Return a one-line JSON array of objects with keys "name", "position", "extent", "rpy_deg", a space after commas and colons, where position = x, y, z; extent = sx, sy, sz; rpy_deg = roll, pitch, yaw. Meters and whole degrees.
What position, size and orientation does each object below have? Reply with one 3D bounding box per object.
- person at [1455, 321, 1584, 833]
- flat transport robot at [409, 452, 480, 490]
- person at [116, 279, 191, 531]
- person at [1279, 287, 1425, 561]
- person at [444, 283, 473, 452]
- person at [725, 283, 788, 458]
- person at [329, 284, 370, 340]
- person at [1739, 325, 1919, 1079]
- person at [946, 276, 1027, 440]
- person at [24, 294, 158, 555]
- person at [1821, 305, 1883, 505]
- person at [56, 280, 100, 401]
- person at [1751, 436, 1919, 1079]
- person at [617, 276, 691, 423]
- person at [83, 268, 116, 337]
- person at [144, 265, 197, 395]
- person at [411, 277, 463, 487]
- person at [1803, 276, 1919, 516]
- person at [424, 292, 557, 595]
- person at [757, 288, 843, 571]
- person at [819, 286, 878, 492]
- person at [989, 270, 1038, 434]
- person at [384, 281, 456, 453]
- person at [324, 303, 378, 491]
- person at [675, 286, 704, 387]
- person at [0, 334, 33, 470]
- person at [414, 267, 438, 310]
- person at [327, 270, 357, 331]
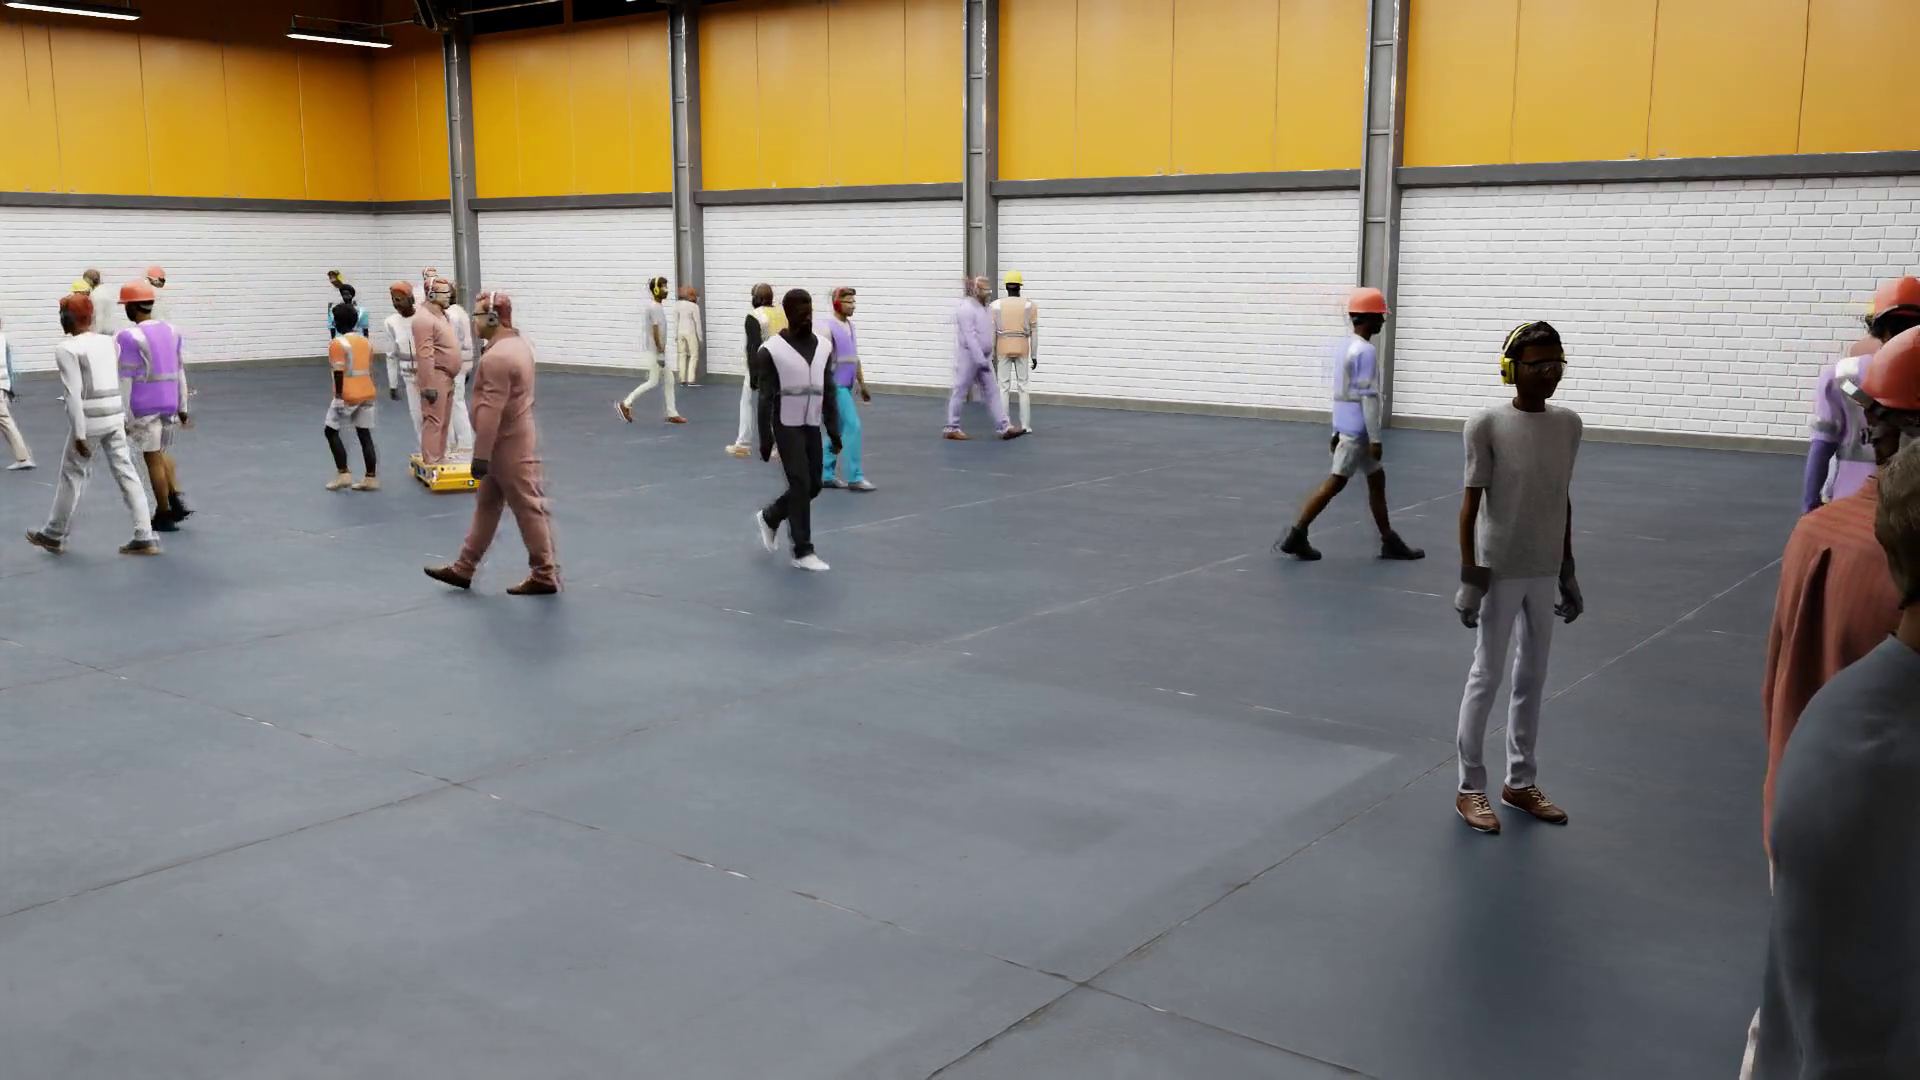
[{"name": "person", "position": [2.067, 0.135, 6.117], "extent": [0.531, 1.870, 0.317], "rpy_deg": [-3, 10, -19]}, {"name": "flat transport robot", "position": [-4.652, -0.657, 15.376], "extent": [0.652, 0.197, 1.431], "rpy_deg": [-5, 11, -26]}, {"name": "person", "position": [-6.163, -1.014, 12.649], "extent": [0.404, 1.922, 0.578], "rpy_deg": [3, 10, 19]}, {"name": "person", "position": [2.689, -0.780, 11.395], "extent": [1.013, 1.893, 0.556], "rpy_deg": [0, 10, 2]}, {"name": "person", "position": [-5.368, -1.753, 17.269], "extent": [0.649, 1.819, 0.639], "rpy_deg": [-1, 10, -3]}, {"name": "person", "position": [-2.091, -1.742, 17.216], "extent": [0.843, 1.808, 0.653], "rpy_deg": [7, 12, 34]}, {"name": "person", "position": [-8.491, -2.706, 23.157], "extent": [0.532, 1.697, 0.322], "rpy_deg": [-3, 10, -15]}, {"name": "person", "position": [1.725, 0.587, 3.128], "extent": [0.392, 1.991, 0.612], "rpy_deg": [0, 10, 1]}, {"name": "person", "position": [0.248, -2.030, 18.763], "extent": [0.970, 1.849, 0.634], "rpy_deg": [6, 11, 32]}, {"name": "person", "position": [-6.130, -0.800, 11.681], "extent": [1.018, 1.820, 0.591], "rpy_deg": [3, 10, 17]}, {"name": "person", "position": [7.581, -1.112, 13.806], "extent": [0.925, 1.710, 0.549], "rpy_deg": [-2, 10, -14]}, {"name": "person", "position": [-12.424, -2.780, 23.490], "extent": [0.816, 1.737, 0.527], "rpy_deg": [-7, 12, -36]}, {"name": "person", "position": [1.136, 0.810, 1.987], "extent": [0.372, 1.940, 0.630], "rpy_deg": [8, 12, 38]}, {"name": "person", "position": [-3.820, -2.350, 20.674], "extent": [0.833, 1.848, 0.520], "rpy_deg": [0, 10, 3]}, {"name": "person", "position": [-12.824, -3.120, 24.964], "extent": [0.568, 1.910, 0.643], "rpy_deg": [-4, 10, -20]}, {"name": "person", "position": [-11.959, -3.081, 24.613], "extent": [1.007, 1.959, 0.608], "rpy_deg": [-5, 11, -26]}, {"name": "person", "position": [-4.731, -1.436, 15.157], "extent": [0.401, 1.907, 0.646], "rpy_deg": [0, 10, -2]}, {"name": "person", "position": [4.130, -0.164, 7.442], "extent": [0.620, 2.016, 0.869], "rpy_deg": [4, 11, 22]}, {"name": "person", "position": [-2.938, -0.578, 10.244], "extent": [0.911, 1.868, 0.674], "rpy_deg": [-1, 10, -6]}, {"name": "person", "position": [-1.152, -0.757, 11.249], "extent": [0.743, 1.892, 0.596], "rpy_deg": [8, 13, 40]}, {"name": "person", "position": [-0.962, -1.340, 14.845], "extent": [0.754, 1.819, 0.590], "rpy_deg": [2, 10, 14]}, {"name": "person", "position": [0.619, -2.201, 19.553], "extent": [0.591, 1.923, 0.382], "rpy_deg": [0, 10, 1]}, {"name": "person", "position": [-5.104, -1.500, 15.656], "extent": [0.605, 1.859, 0.460], "rpy_deg": [2, 10, 11]}, {"name": "person", "position": [-5.456, -1.260, 14.781], "extent": [0.570, 1.673, 0.548], "rpy_deg": [3, 10, 18]}, {"name": "person", "position": [-4.324, -3.248, 26.594], "extent": [0.599, 1.603, 0.336], "rpy_deg": [7, 12, 36]}, {"name": "person", "position": [-9.521, -1.474, 16.290], "extent": [0.865, 1.593, 0.514], "rpy_deg": [0, 10, 1]}, {"name": "person", "position": [-8.167, -3.262, 25.786], "extent": [0.409, 1.906, 0.651], "rpy_deg": [2, 10, 11]}, {"name": "person", "position": [-11.306, -4.042, 30.559], "extent": [0.553, 1.821, 0.539], "rpy_deg": [0, 10, 0]}]
